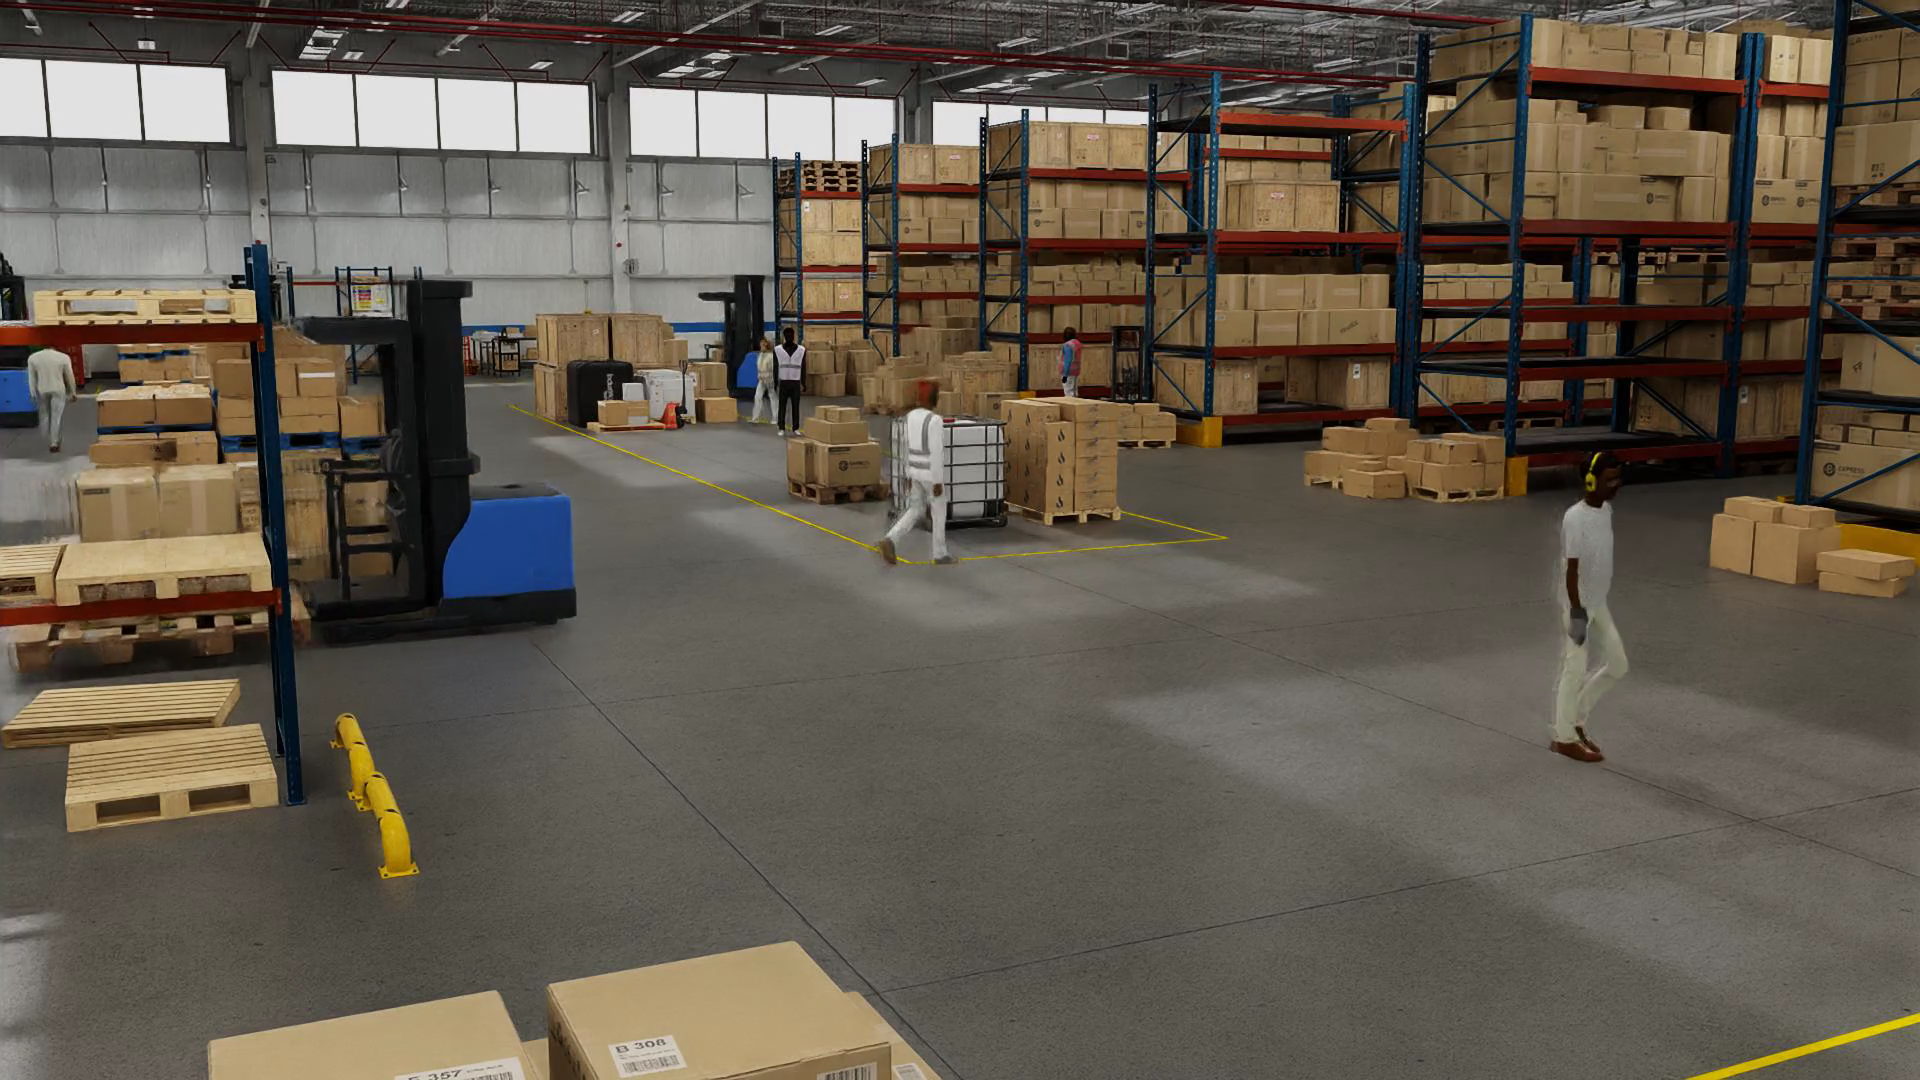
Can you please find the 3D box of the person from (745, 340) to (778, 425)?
[{"bbox_3d":[-3.713,-2.946,31.268,0.532,1.614,0.725,7,12,38],"label":"person"}]

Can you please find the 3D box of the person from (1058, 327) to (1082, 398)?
[{"bbox_3d":[2.112,-3.198,32.143,0.429,1.842,0.635,4,10,24],"label":"person"}]

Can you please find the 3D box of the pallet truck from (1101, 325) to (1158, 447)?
[{"bbox_3d":[2.881,-2.596,27.923,0.823,1.965,1.885,-1,9,-7],"label":"pallet truck"}]

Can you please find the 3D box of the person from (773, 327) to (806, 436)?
[{"bbox_3d":[-3.007,-2.794,29.401,0.590,1.919,0.393,-2,9,-12],"label":"person"}]

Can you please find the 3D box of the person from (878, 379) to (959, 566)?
[{"bbox_3d":[-0.394,-0.635,16.199,0.795,1.862,0.588,-6,11,-35],"label":"person"}]

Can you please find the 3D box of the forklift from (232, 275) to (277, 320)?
[{"bbox_3d":[-16.359,-4.777,38.723,1.129,2.768,1.873,-4,10,-23],"label":"forklift"}]

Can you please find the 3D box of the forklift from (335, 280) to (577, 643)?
[{"bbox_3d":[-4.180,-0.705,13.461,1.873,2.768,1.129,-4,10,-25],"label":"forklift"}]

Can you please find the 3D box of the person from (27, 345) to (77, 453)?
[{"bbox_3d":[-14.651,-2.376,26.899,0.647,1.879,1.032,-2,9,-15],"label":"person"}]

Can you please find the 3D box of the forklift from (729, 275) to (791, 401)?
[{"bbox_3d":[-4.713,-4.585,37.534,1.873,2.768,1.129,3,10,20],"label":"forklift"}]

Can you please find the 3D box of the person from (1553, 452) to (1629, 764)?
[{"bbox_3d":[3.717,0.400,9.767,0.561,1.855,0.400,-9,13,-43],"label":"person"}]

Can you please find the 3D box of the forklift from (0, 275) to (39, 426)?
[{"bbox_3d":[-18.038,-3.560,31.172,1.129,2.768,1.873,-5,11,-31],"label":"forklift"}]
